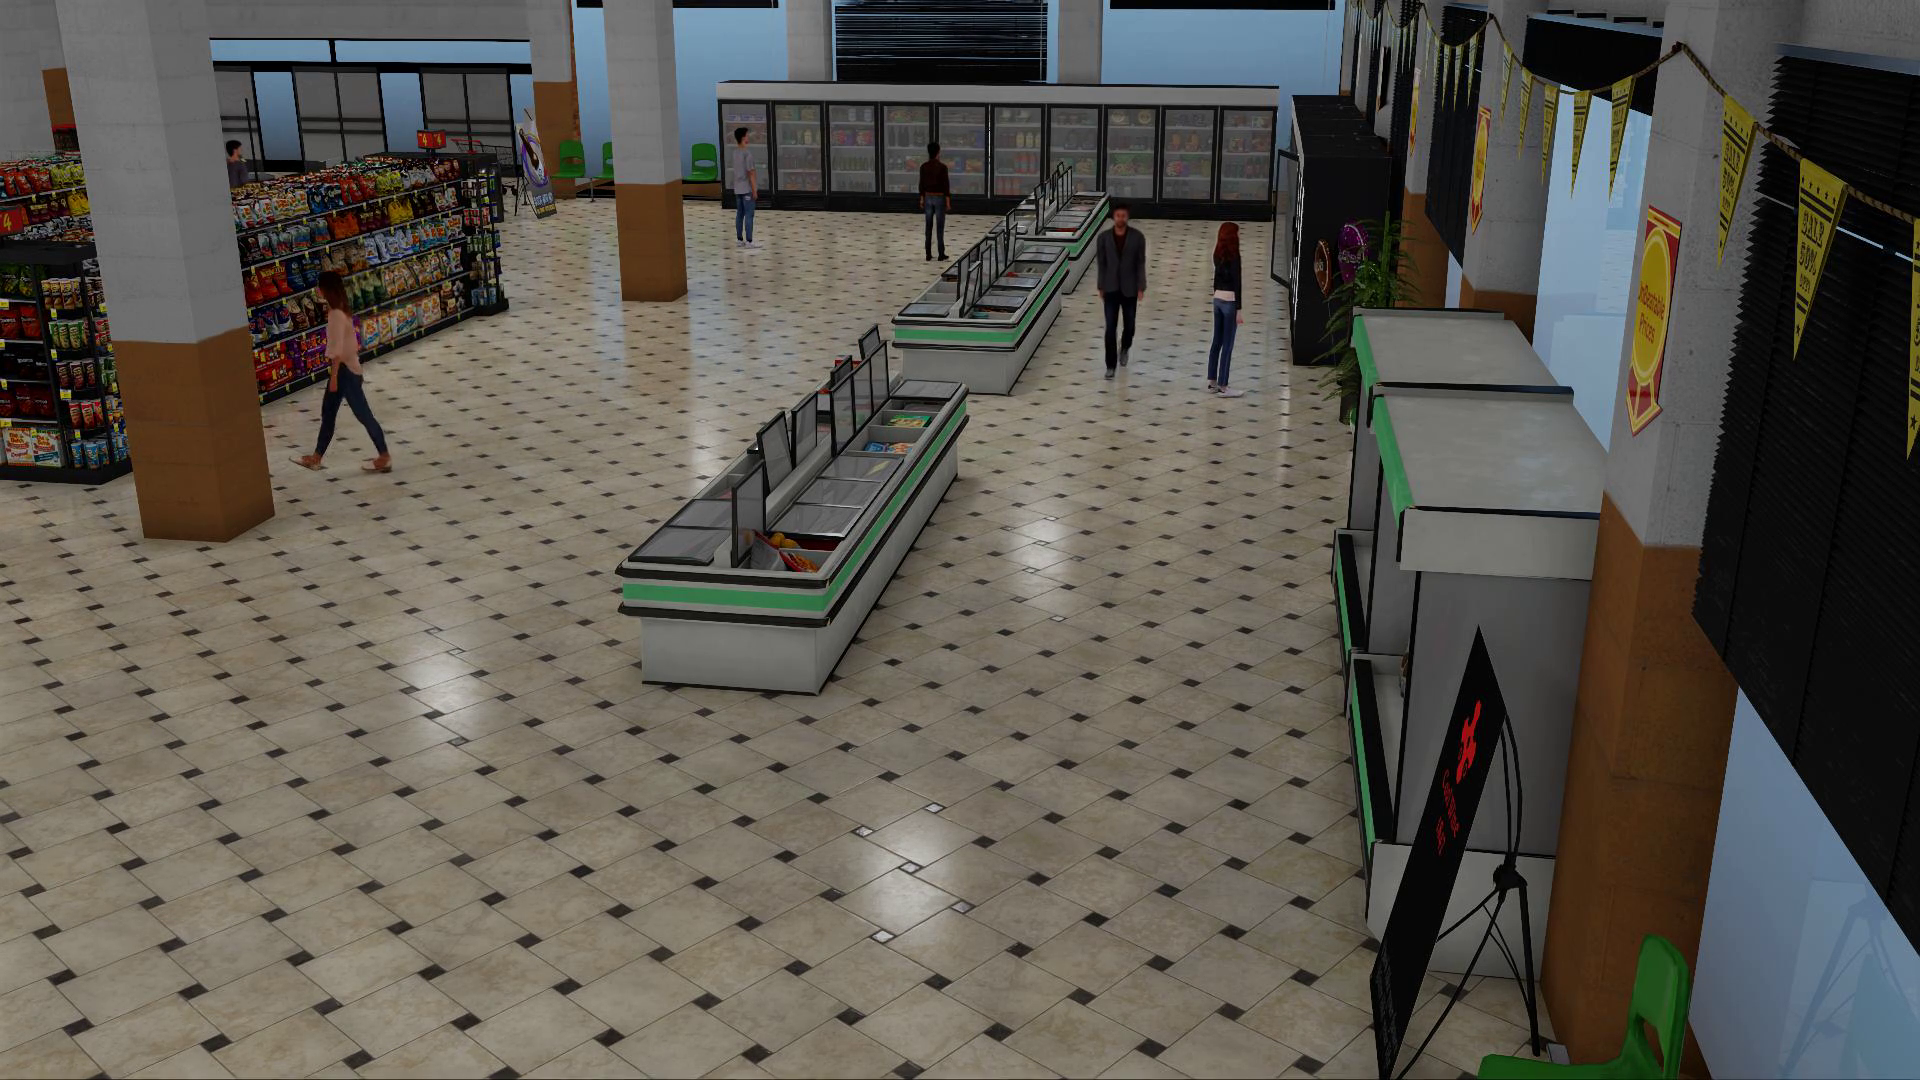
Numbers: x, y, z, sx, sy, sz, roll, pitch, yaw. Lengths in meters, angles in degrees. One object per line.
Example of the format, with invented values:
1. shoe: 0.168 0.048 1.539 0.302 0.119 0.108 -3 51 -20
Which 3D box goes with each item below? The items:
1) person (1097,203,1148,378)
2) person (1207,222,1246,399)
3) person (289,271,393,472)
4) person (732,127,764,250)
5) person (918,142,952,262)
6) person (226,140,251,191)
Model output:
1. person: 1.741 -2.706 17.987 0.751 1.840 1.157 2 19 5
2. person: 2.737 -2.370 17.074 0.724 1.787 0.621 -7 20 -19
3. person: -5.176 -1.410 14.282 1.049 1.752 1.095 -8 20 -22
4. person: -3.445 -5.636 26.599 0.789 1.890 0.755 -16 24 -39
5. person: -0.388 -5.166 25.375 0.680 1.782 0.574 7 20 19
6. person: -10.739 -5.019 24.830 0.736 1.851 0.669 10 21 28
